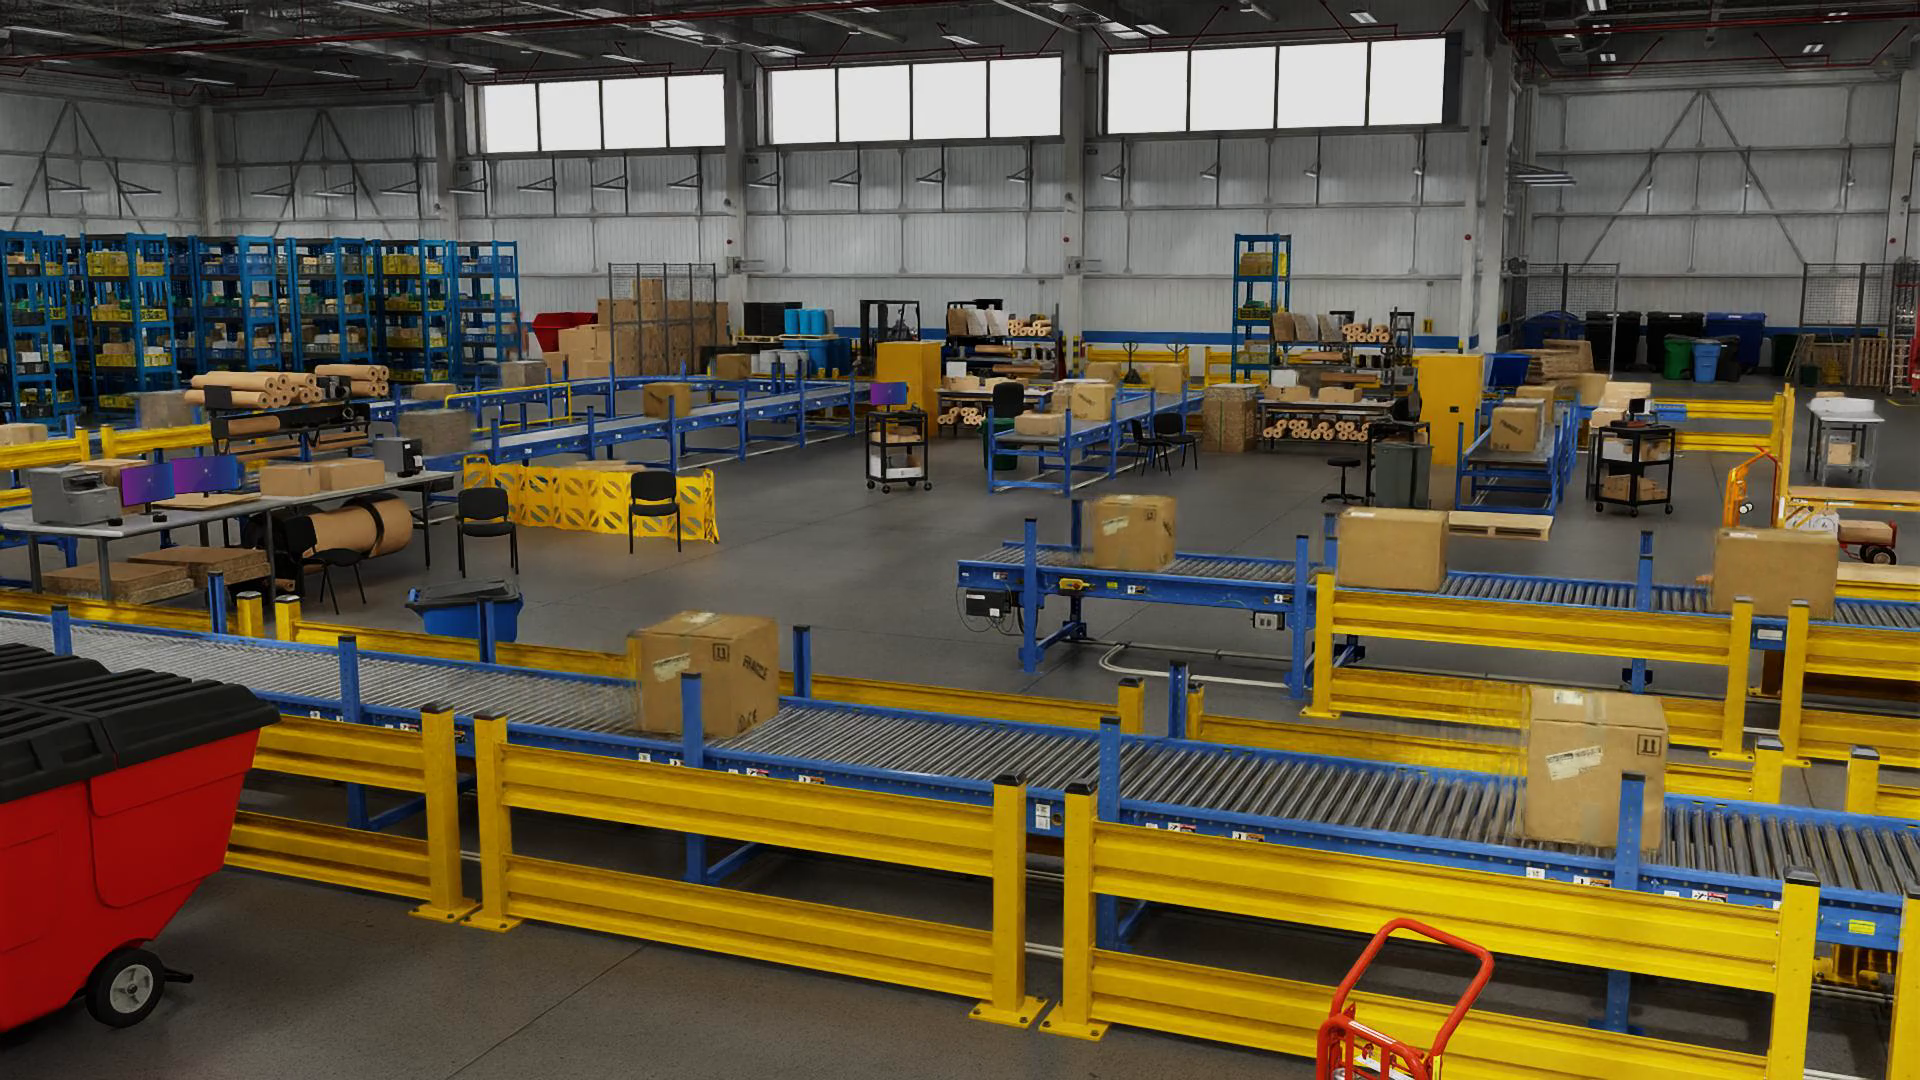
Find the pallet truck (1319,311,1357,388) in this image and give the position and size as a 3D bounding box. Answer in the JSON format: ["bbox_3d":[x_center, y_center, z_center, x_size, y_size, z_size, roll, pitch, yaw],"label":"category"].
[{"bbox_3d":[9.071,-4.419,39.190,0.823,1.965,1.885,5,10,26],"label":"pallet truck"}]

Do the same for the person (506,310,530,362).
[{"bbox_3d":[-10.845,-4.666,40.757,0.626,1.978,0.746,-7,11,-34],"label":"person"}]

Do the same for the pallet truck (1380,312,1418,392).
[{"bbox_3d":[10.207,-4.283,38.369,0.823,1.965,1.885,3,10,20],"label":"pallet truck"}]

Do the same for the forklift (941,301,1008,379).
[{"bbox_3d":[0.365,-4.966,41.571,1.157,1.987,2.680,3,10,20],"label":"forklift"}]

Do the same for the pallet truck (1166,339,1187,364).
[{"bbox_3d":[5.418,-4.269,40.420,0.704,1.261,1.522,3,10,20],"label":"pallet truck"}]

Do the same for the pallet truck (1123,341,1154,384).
[{"bbox_3d":[4.445,-4.380,41.279,0.680,1.201,1.601,4,10,22],"label":"pallet truck"}]

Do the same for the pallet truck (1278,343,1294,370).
[{"bbox_3d":[7.886,-4.163,39.743,0.653,1.274,1.630,4,10,22],"label":"pallet truck"}]

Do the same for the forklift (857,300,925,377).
[{"bbox_3d":[-1.732,-5.109,42.468,1.157,1.987,2.680,4,10,22],"label":"forklift"}]
